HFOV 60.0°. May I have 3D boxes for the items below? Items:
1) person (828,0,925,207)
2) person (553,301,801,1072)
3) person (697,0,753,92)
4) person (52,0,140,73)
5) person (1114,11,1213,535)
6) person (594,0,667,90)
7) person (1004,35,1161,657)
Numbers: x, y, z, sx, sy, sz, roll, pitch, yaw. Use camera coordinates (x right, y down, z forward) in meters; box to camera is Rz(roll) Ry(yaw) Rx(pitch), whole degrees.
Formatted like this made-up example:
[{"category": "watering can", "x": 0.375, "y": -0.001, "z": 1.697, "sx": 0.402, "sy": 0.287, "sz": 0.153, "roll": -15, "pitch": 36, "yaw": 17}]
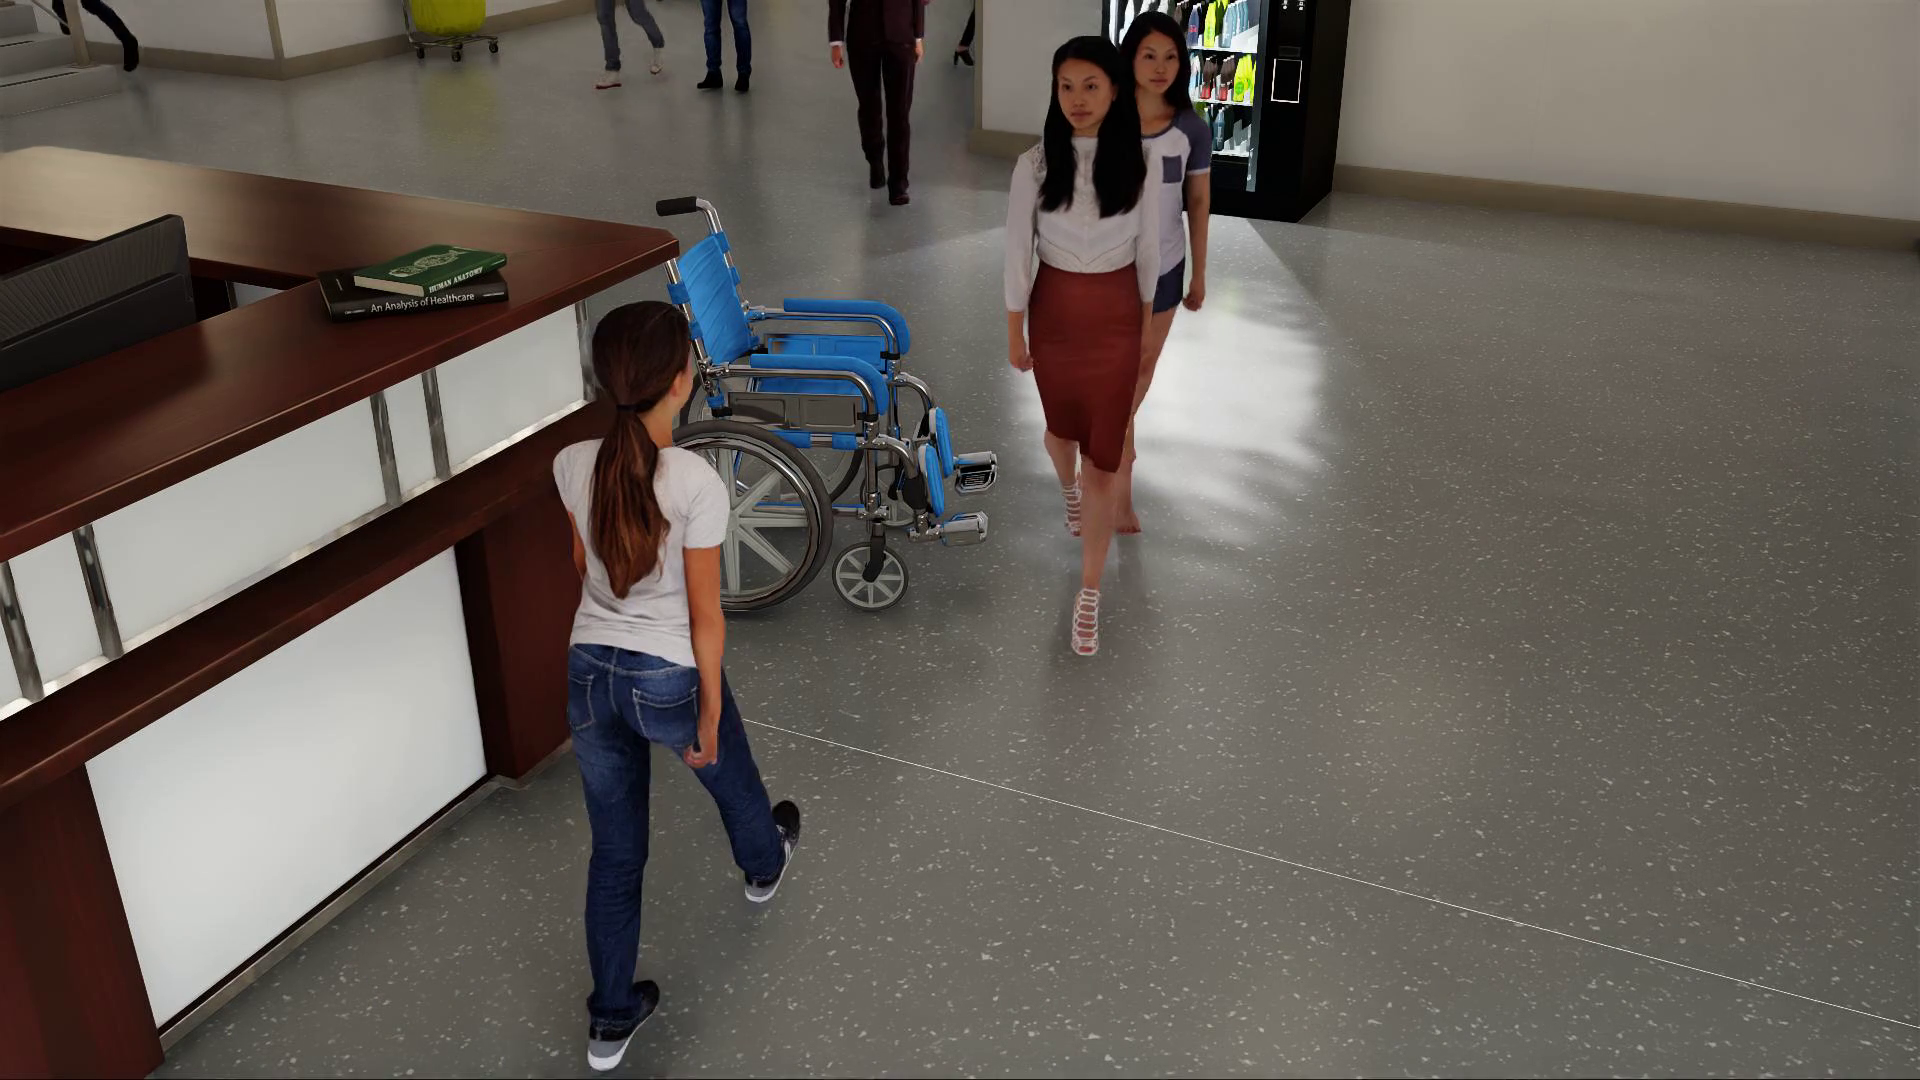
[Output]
[{"category": "person", "x": -0.467, "y": -2.859, "z": 9.523, "sx": 1.266, "sy": 1.812, "sz": 1.184, "roll": -3, "pitch": 26, "yaw": -5}, {"category": "person", "x": -0.644, "y": 0.328, "z": 3.253, "sx": 1.020, "sy": 1.519, "sz": 0.715, "roll": 7, "pitch": 27, "yaw": 14}, {"category": "person", "x": -1.788, "y": -4.376, "z": 12.579, "sx": 0.581, "sy": 1.890, "sz": 0.774, "roll": 6, "pitch": 26, "yaw": 12}, {"category": "person", "x": -6.921, "y": -4.580, "z": 13.012, "sx": 1.096, "sy": 1.882, "sz": 0.728, "roll": 13, "pitch": 29, "yaw": 26}, {"category": "person", "x": 0.607, "y": -0.927, "z": 5.706, "sx": 1.162, "sy": 1.648, "sz": 1.038, "roll": -2, "pitch": 26, "yaw": -3}, {"category": "person", "x": -2.561, "y": -4.437, "z": 12.729, "sx": 1.096, "sy": 1.870, "sz": 0.796, "roll": 9, "pitch": 27, "yaw": 17}, {"category": "person", "x": 0.356, "y": -0.595, "z": 4.953, "sx": 1.148, "sy": 1.705, "sz": 0.915, "roll": 3, "pitch": 26, "yaw": 6}]
